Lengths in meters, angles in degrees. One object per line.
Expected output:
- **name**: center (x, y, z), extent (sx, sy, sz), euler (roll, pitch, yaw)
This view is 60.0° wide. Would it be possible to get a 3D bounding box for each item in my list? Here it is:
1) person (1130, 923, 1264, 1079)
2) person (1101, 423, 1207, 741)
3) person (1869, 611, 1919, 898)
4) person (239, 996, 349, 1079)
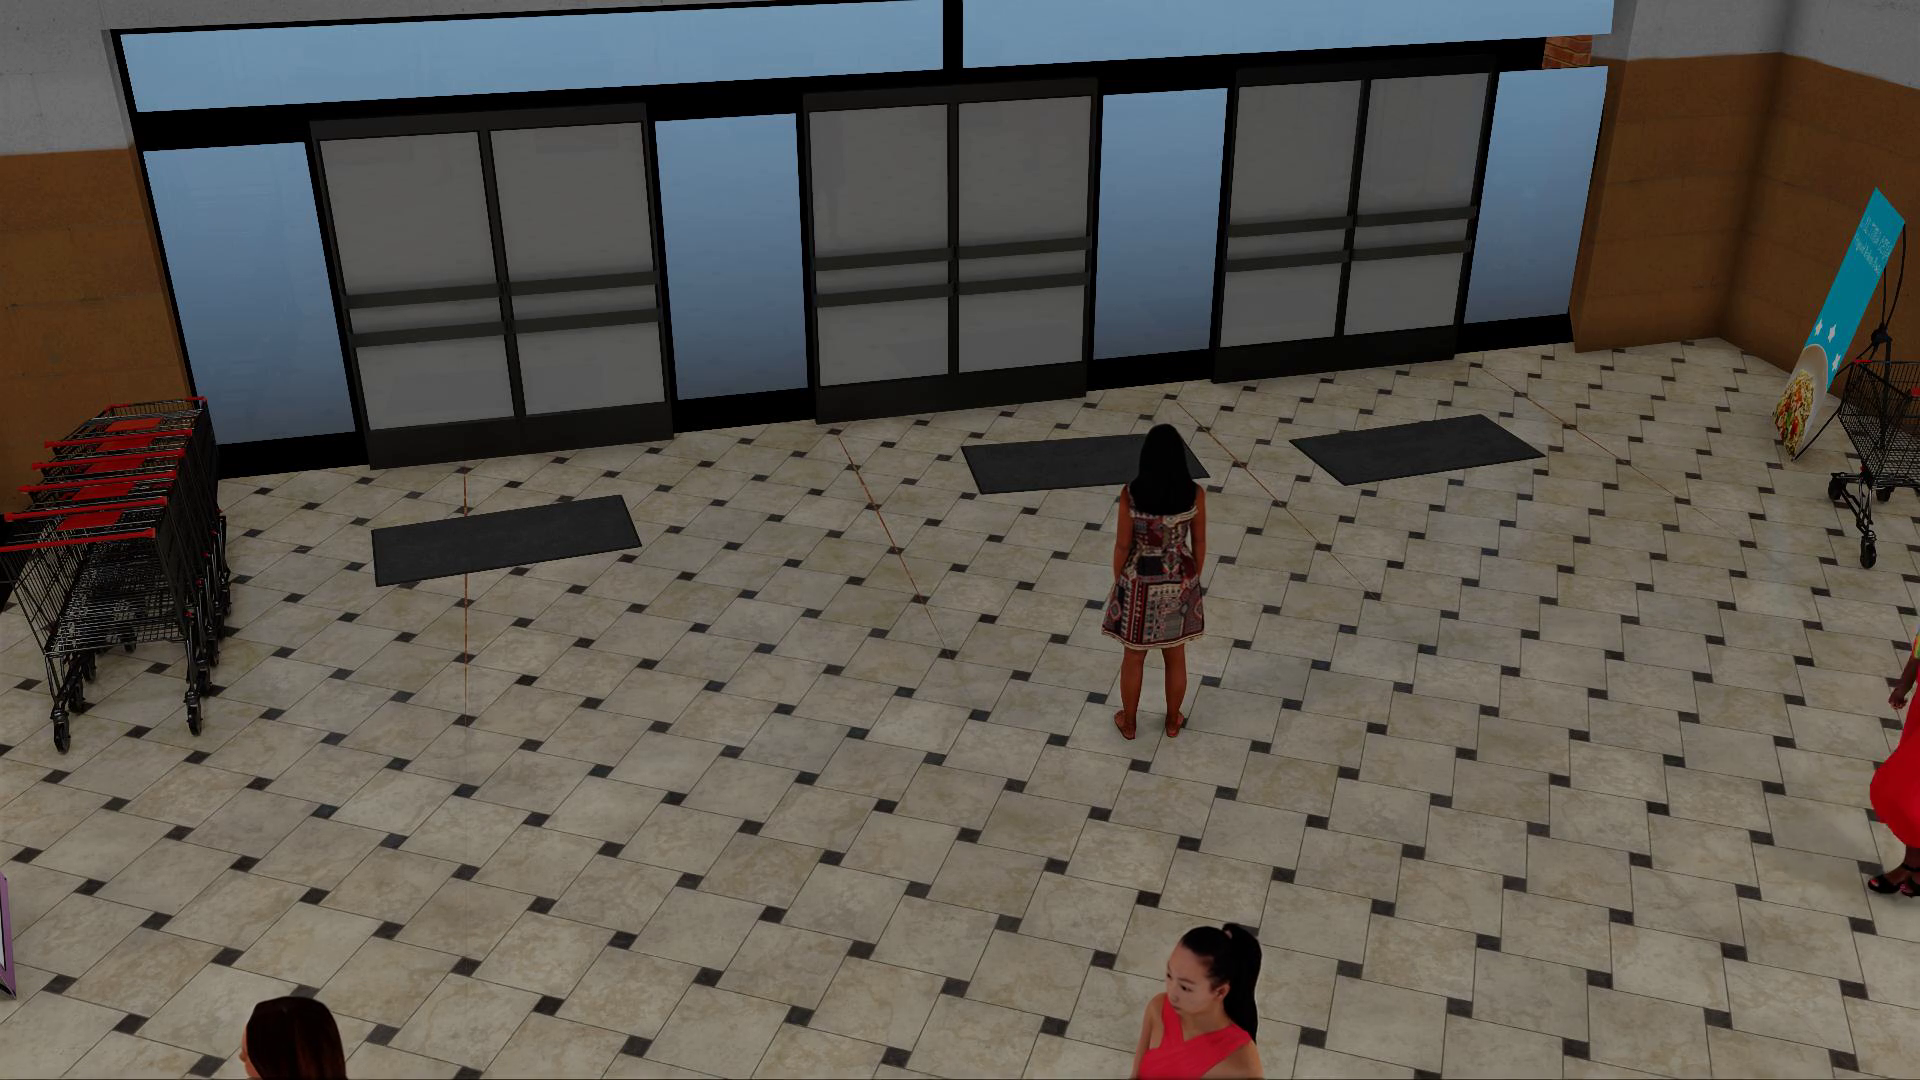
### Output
- **person**: center (0.641, 1.781, 4.685), extent (0.763, 1.728, 0.652), euler (-22, 34, -36)
- **person**: center (0.932, 0.208, 7.879), extent (0.692, 1.645, 0.600), euler (-1, 27, -3)
- **person**: center (4.048, 0.726, 6.704), extent (0.758, 1.783, 0.726), euler (1, 27, 1)
- **person**: center (-1.598, 1.908, 4.315), extent (0.647, 1.835, 0.468), euler (-5, 27, -11)
